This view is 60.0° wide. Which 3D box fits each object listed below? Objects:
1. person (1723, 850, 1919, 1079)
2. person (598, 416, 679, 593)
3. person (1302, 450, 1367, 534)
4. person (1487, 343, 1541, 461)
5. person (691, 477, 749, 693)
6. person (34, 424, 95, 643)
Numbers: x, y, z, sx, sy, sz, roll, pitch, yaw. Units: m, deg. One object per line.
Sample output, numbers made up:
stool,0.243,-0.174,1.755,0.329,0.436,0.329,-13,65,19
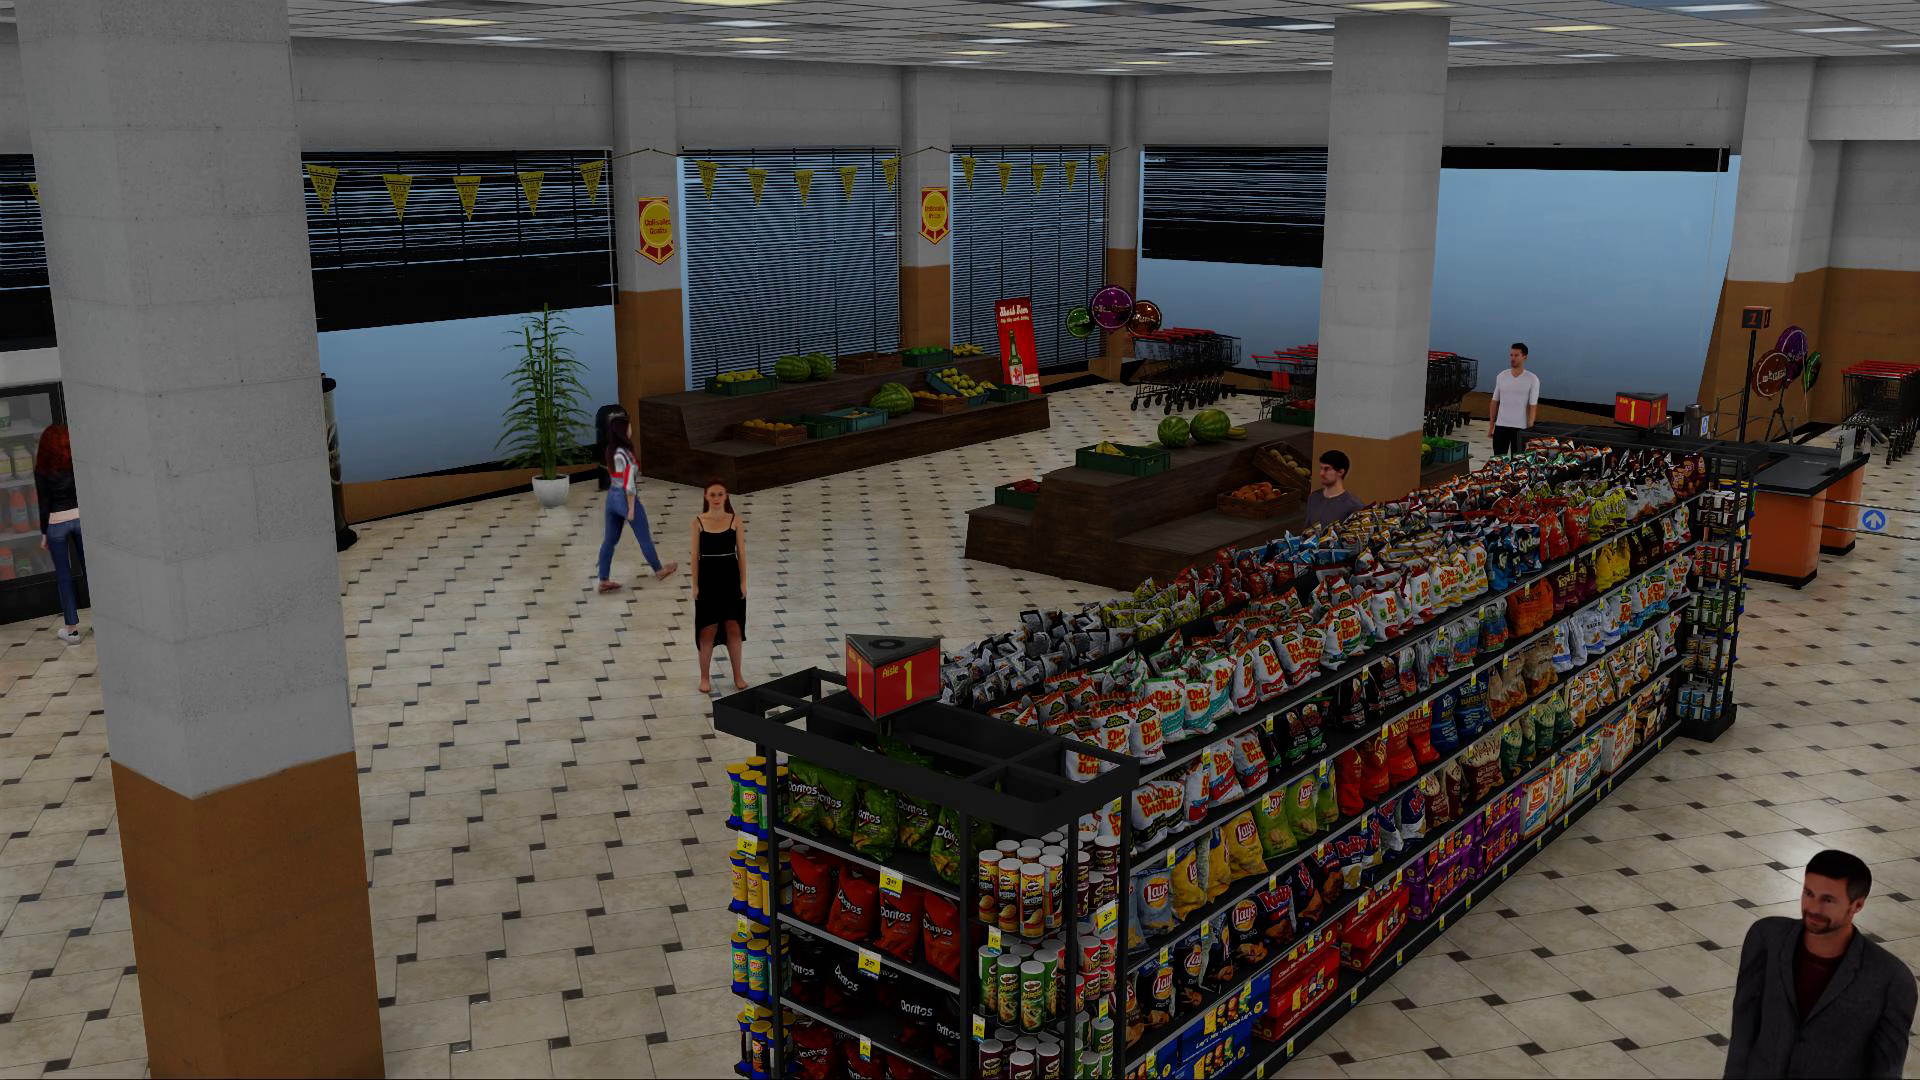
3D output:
person,2.744,1.873,5.425,0.624,1.874,0.704,-13,19,-42
person,-3.117,-0.299,15.010,0.631,1.576,1.007,13,19,42
person,2.705,0.255,12.144,0.595,1.851,0.719,-11,17,-37
person,6.106,-1.259,18.386,0.654,1.852,0.547,12,18,39
person,-1.789,0.320,12.361,0.656,1.623,0.728,-3,14,-12
person,-7.293,-0.066,13.605,0.647,1.787,0.471,13,19,43
